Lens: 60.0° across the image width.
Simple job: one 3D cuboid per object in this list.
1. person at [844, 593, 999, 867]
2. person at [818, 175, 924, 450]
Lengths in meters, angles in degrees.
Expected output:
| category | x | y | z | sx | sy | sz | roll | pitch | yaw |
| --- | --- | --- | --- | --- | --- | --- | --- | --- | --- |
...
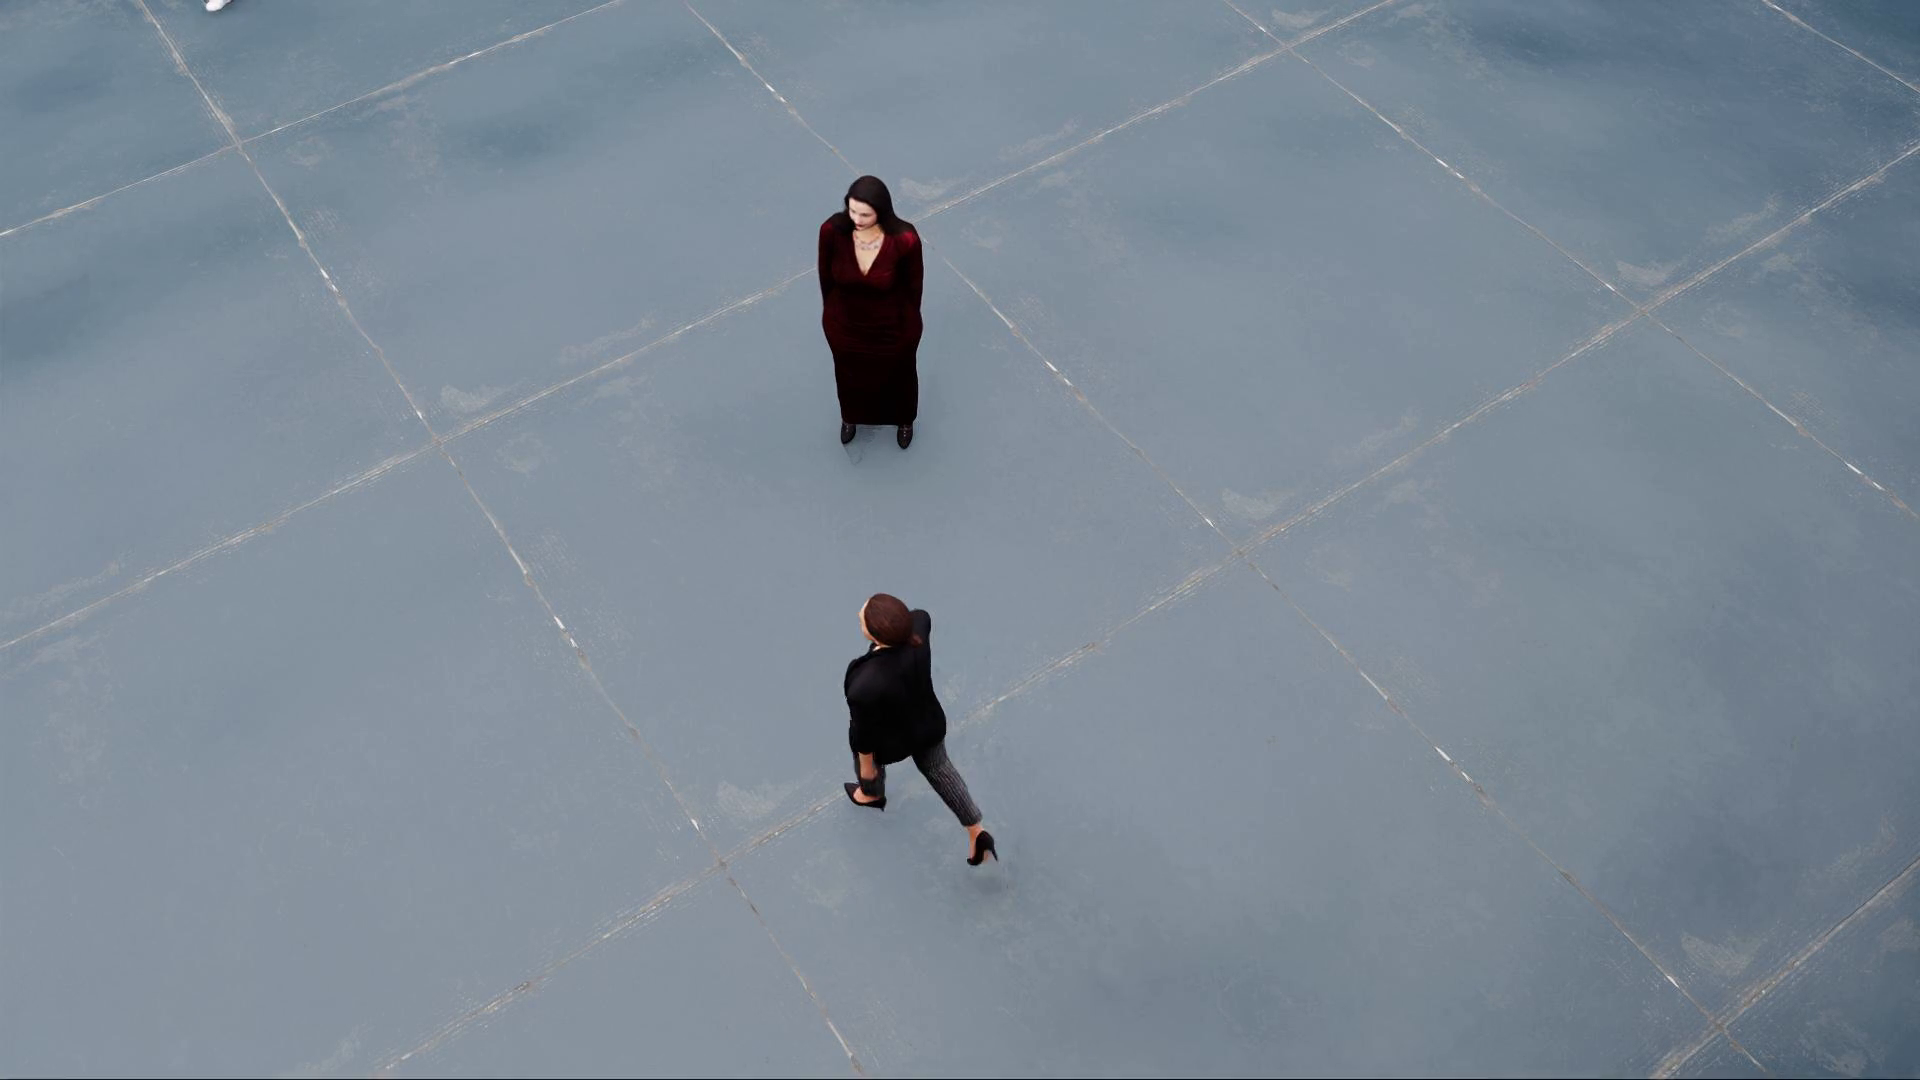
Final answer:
| category | x | y | z | sx | sy | sz | roll | pitch | yaw |
| --- | --- | --- | --- | --- | --- | --- | --- | --- | --- |
| person | -0.176 | 0.791 | 6.733 | 1.142 | 1.688 | 0.851 | 31 | 58 | 22 |
| person | -0.430 | -1.107 | 8.161 | 0.762 | 1.752 | 0.815 | 6 | 53 | 5 |
